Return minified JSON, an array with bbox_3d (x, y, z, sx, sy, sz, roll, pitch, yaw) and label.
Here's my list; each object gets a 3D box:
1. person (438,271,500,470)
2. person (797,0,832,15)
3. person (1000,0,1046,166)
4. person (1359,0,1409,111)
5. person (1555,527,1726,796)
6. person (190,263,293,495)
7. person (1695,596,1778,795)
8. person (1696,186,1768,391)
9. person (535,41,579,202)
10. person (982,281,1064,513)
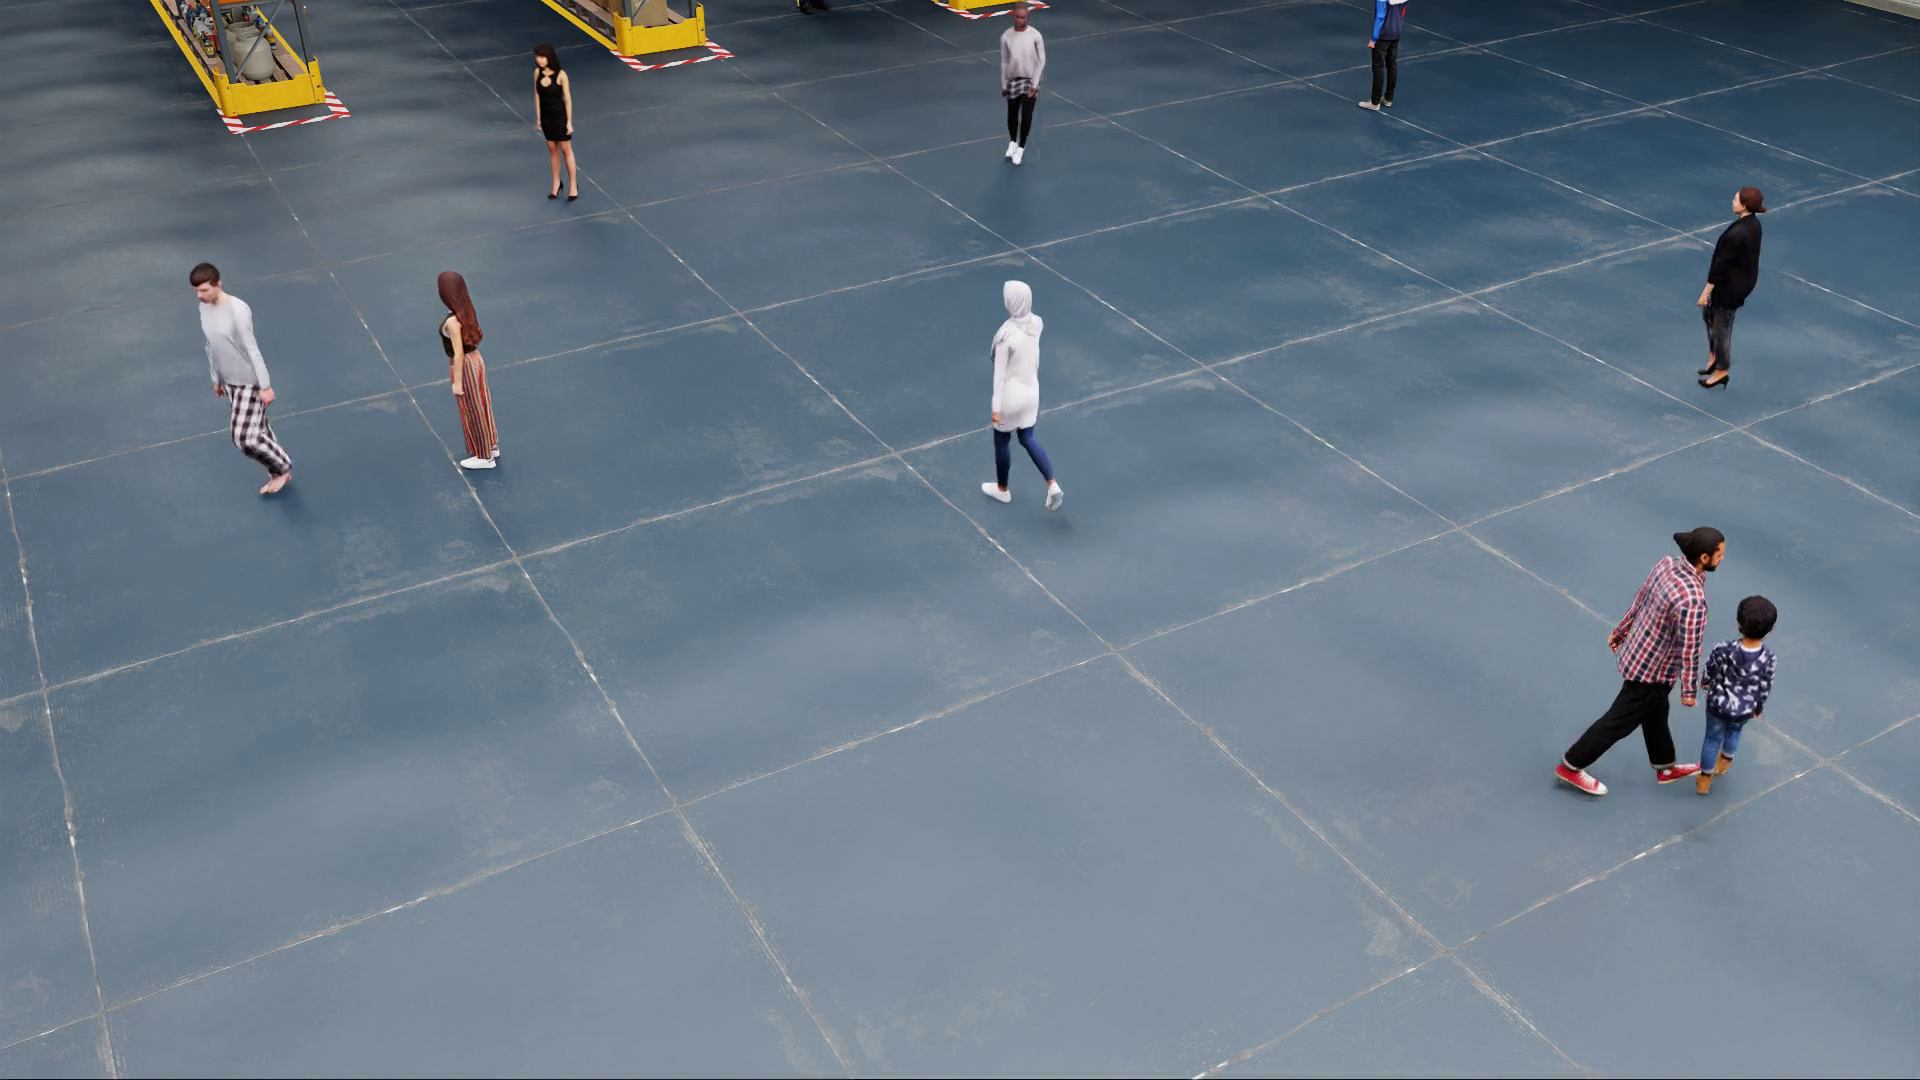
[{"bbox_3d":[-3.670,-1.273,12.370,0.701,1.561,0.602,1,32,1],"label":"person"},{"bbox_3d":[-2.105,-8.471,23.387,0.753,1.981,0.834,28,41,36],"label":"person"},{"bbox_3d":[0.699,-4.969,18.065,0.896,1.736,0.966,10,34,15],"label":"person"},{"bbox_3d":[5.060,-5.997,19.675,0.655,1.757,0.576,-21,38,-30],"label":"person"},{"bbox_3d":[3.714,0.676,9.129,1.180,1.723,1.170,5,33,8],"label":"person"},{"bbox_3d":[-5.092,-1.186,11.981,0.782,1.830,0.871,18,36,26],"label":"person"},{"bbox_3d":[4.282,0.895,9.232,0.675,1.243,0.723,13,34,19],"label":"person"},{"bbox_3d":[6.279,-1.985,13.366,0.724,1.703,0.744,26,40,34],"label":"person"},{"bbox_3d":[-4.158,-4.324,17.130,0.610,1.644,0.686,11,34,16],"label":"person"},{"bbox_3d":[0.460,-0.972,11.707,0.763,1.760,1.040,-27,41,-36],"label":"person"}]
